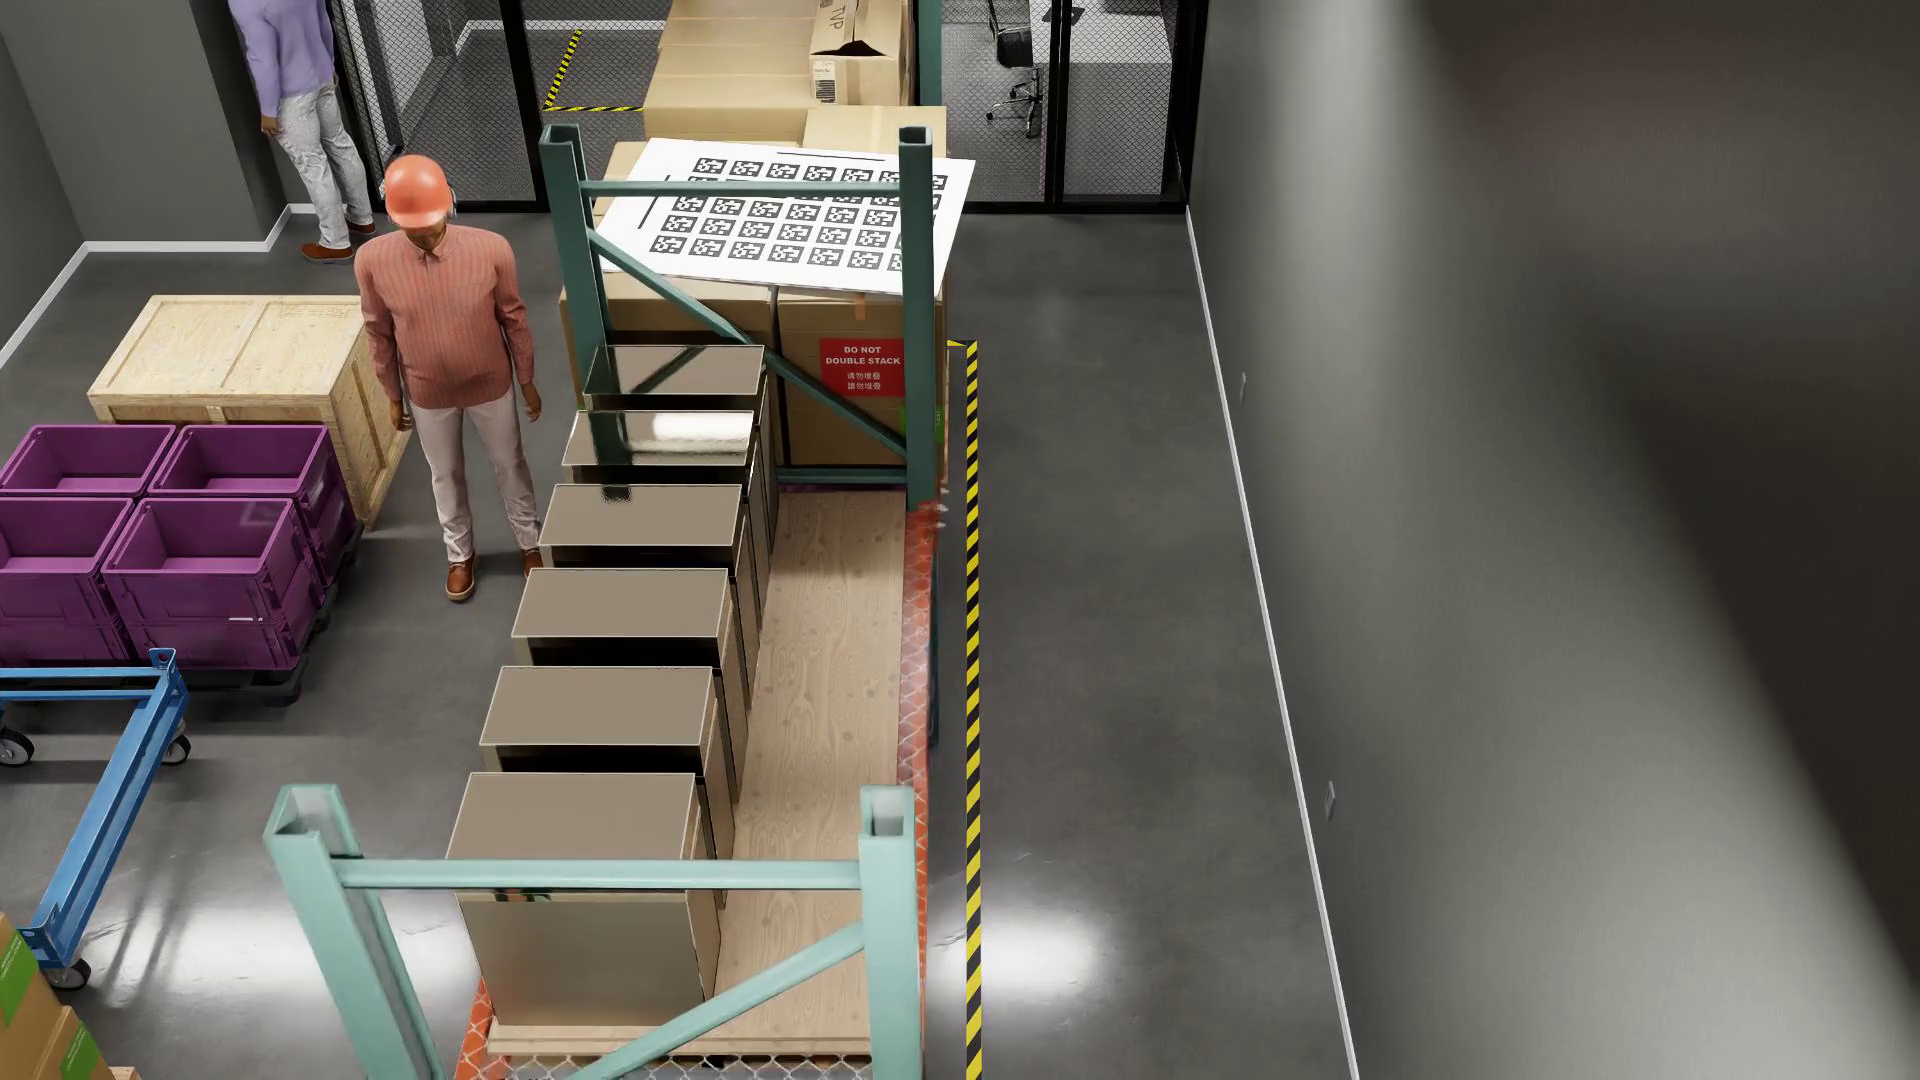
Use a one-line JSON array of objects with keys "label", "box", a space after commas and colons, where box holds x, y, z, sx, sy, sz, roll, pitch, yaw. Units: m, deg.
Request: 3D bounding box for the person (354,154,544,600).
[{"label": "person", "box": [-1.967, -0.614, 6.546, 0.611, 1.994, 0.385, -9, 42, -10]}]

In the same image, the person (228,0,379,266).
[{"label": "person", "box": [-3.408, -2.341, 8.561, 0.357, 1.939, 0.638, 11, 42, 12]}]
